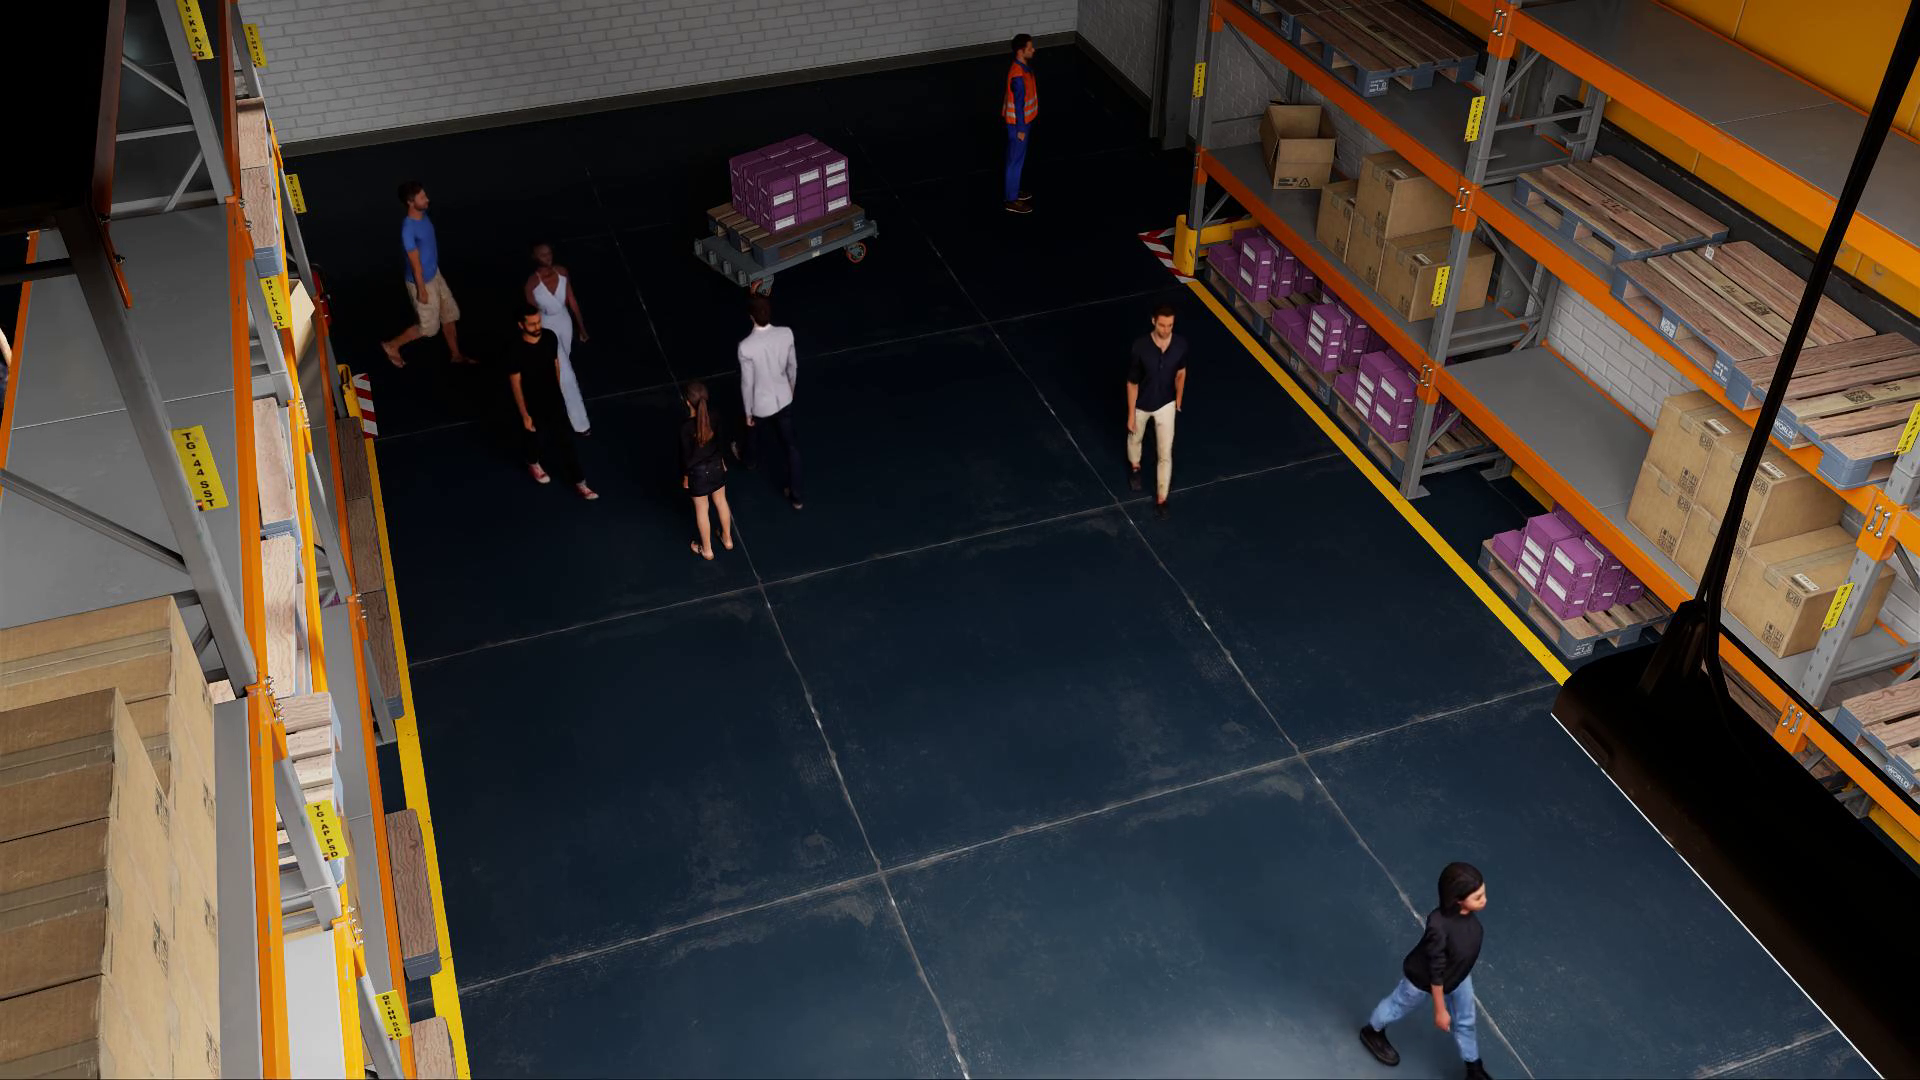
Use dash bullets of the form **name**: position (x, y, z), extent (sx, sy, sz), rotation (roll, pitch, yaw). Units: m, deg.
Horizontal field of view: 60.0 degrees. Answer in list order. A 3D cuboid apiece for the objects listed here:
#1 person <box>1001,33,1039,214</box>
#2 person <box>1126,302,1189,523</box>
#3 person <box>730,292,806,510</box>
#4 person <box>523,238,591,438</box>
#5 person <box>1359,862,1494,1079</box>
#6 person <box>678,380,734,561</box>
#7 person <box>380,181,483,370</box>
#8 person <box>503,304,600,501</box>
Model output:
- **person**: position (0.606, -4.293, 17.043), extent (0.836, 1.863, 0.685), rotation (1, 39, 1)
- **person**: position (1.497, -1.128, 13.115), extent (0.860, 1.819, 1.142), rotation (0, 39, 0)
- **person**: position (-1.444, -1.035, 13.014), extent (0.897, 1.800, 1.240), rotation (-23, 44, -26)
- **person**: position (-3.450, -1.744, 13.930), extent (0.918, 1.764, 0.812), rotation (26, 45, 29)
- **person**: position (2.463, 2.304, 8.939), extent (0.861, 1.668, 1.154), rotation (-31, 48, -33)
- **person**: position (-1.931, -0.543, 12.594), extent (0.603, 1.556, 0.632), rotation (-27, 46, -29)
- **person**: position (-4.768, -2.279, 14.541), extent (0.933, 1.839, 1.080), rotation (0, 39, 0)
- **person**: position (-3.392, -1.120, 13.190), extent (0.892, 1.713, 1.200), rotation (-27, 46, -30)
